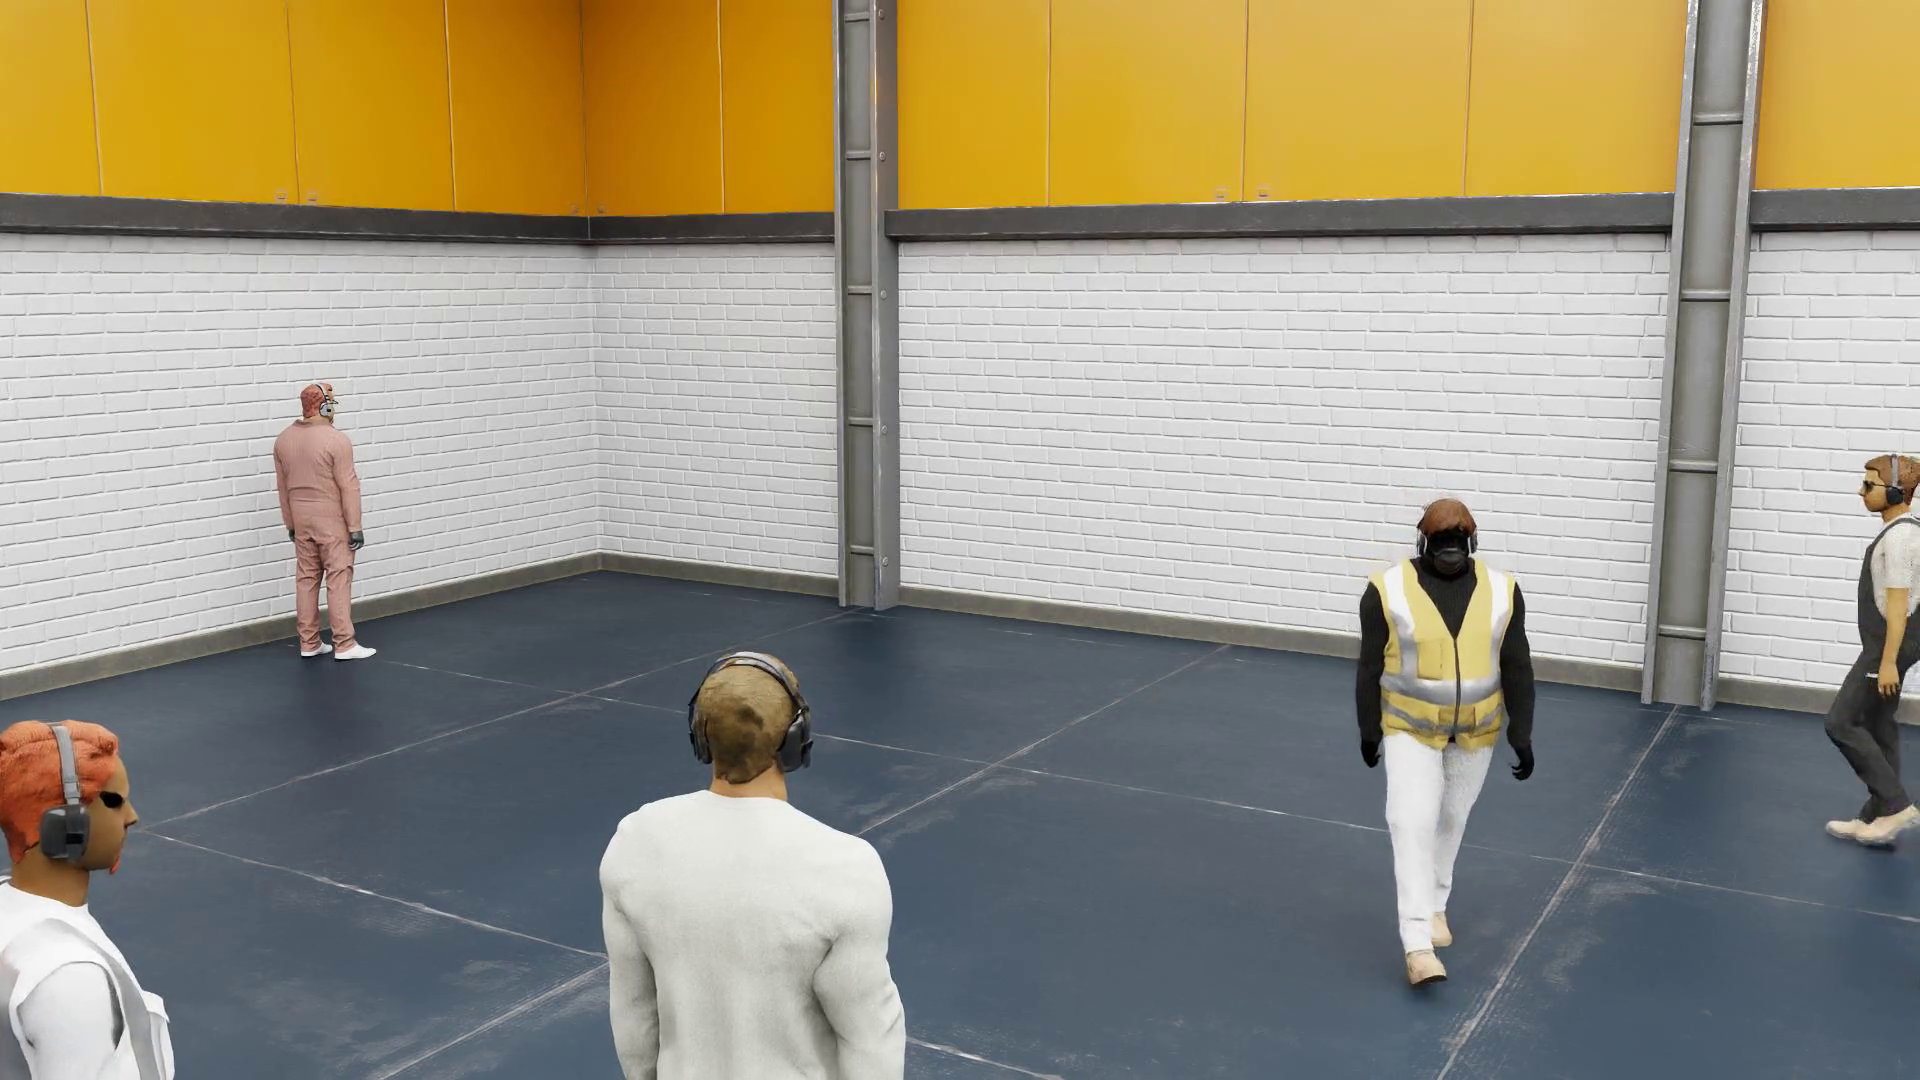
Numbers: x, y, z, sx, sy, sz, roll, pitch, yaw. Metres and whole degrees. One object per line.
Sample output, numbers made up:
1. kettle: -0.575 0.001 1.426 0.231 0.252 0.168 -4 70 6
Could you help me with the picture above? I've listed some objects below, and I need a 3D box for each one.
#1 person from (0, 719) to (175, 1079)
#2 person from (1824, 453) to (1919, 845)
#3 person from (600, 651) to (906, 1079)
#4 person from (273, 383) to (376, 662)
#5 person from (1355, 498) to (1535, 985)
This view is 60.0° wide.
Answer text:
1. person: -1.559 1.242 2.952 0.357 1.885 0.573 -9 12 -43
2. person: 4.221 0.515 7.654 0.398 1.832 0.553 6 11 32
3. person: -0.391 1.165 3.270 0.630 1.940 0.372 4 10 23
4. person: -4.338 -0.119 11.382 0.651 1.907 0.409 4 10 21
5. person: 1.848 0.754 6.271 0.628 1.803 0.919 0 9 0
